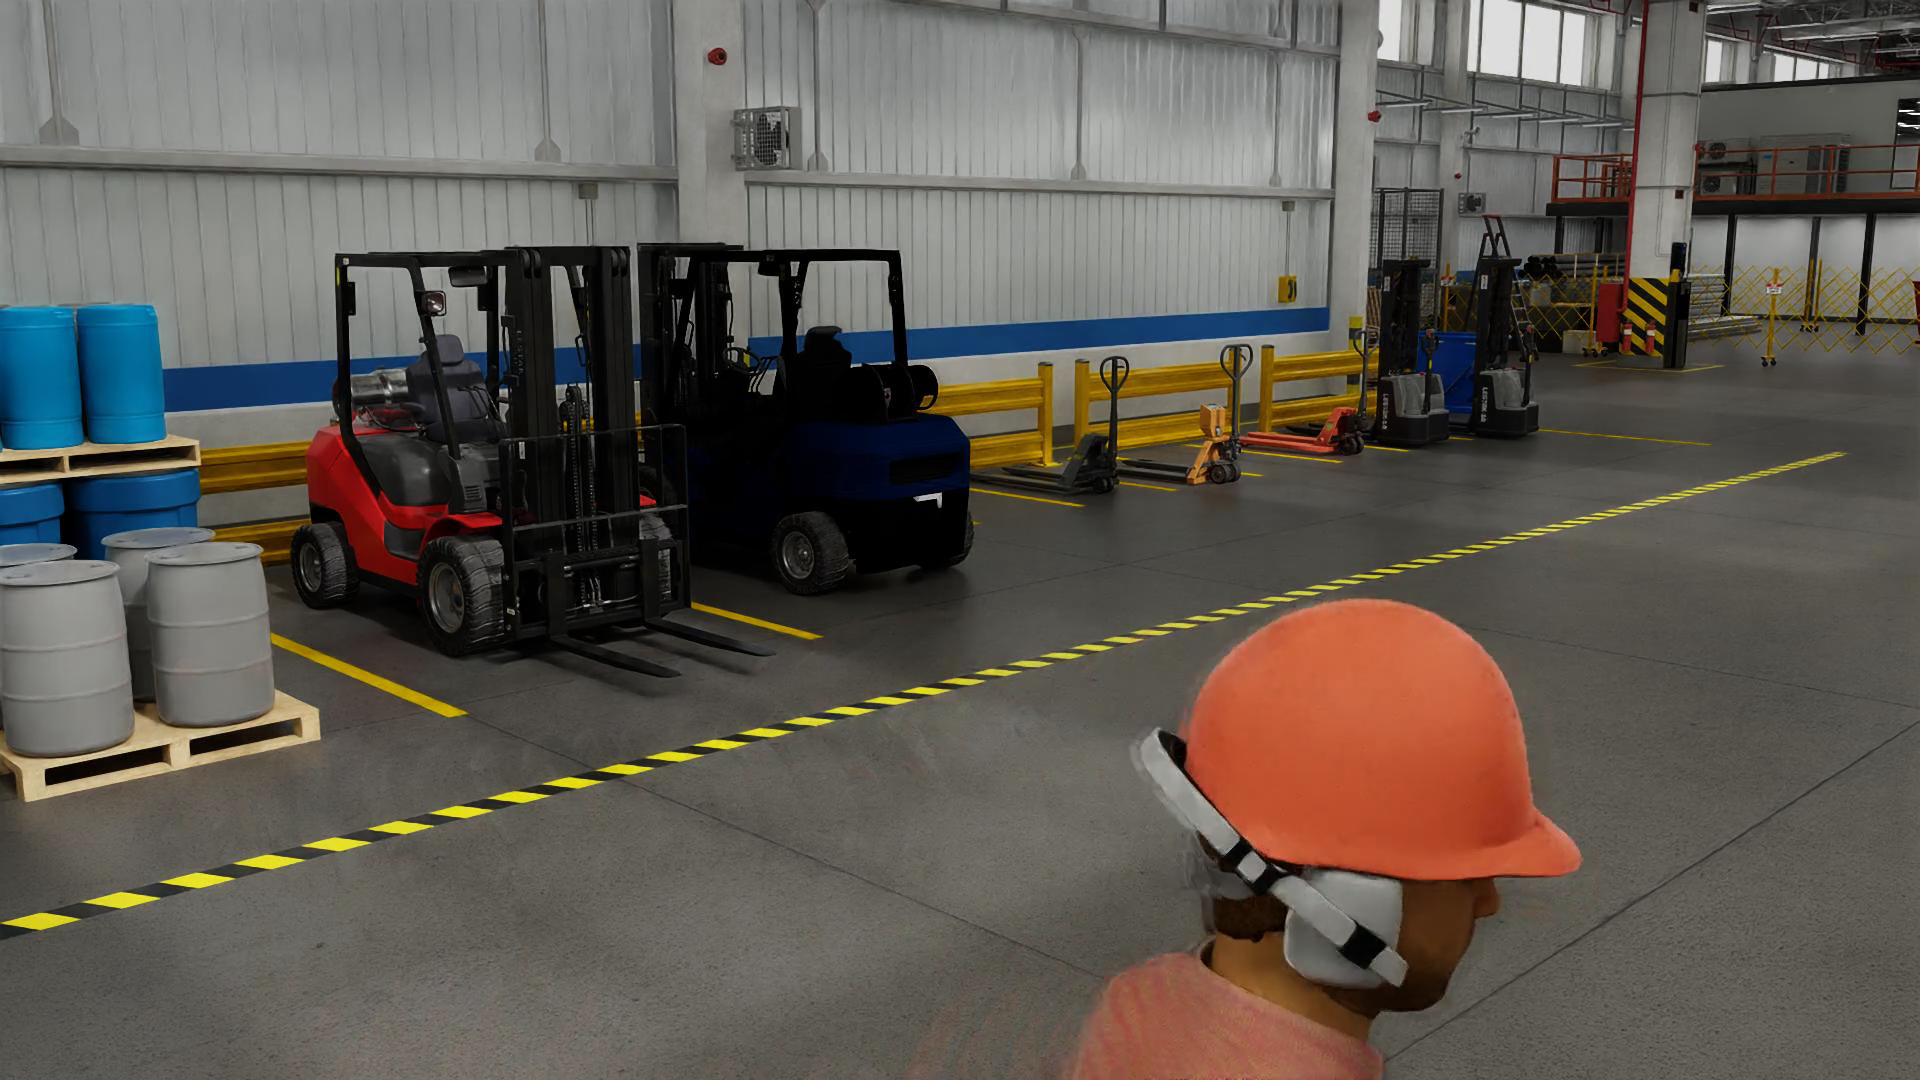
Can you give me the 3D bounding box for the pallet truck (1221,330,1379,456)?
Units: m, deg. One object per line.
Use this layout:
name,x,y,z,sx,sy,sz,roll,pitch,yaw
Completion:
pallet truck,3.563,-1.581,17.381,0.653,1.274,1.630,-10,14,-44

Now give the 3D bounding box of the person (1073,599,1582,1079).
person,0.261,1.015,1.392,0.453,1.991,0.620,-2,11,-10

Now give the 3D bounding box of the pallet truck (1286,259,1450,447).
pallet truck,4.493,-2.078,18.196,0.823,1.965,1.885,-9,14,-40

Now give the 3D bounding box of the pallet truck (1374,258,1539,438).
pallet truck,5.704,-2.208,18.901,1.885,1.965,0.823,10,14,43

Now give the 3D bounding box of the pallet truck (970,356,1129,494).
pallet truck,0.784,-1.085,14.876,0.680,1.201,1.601,-10,14,-44

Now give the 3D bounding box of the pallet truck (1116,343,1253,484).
pallet truck,1.962,-1.215,15.415,1.522,1.261,0.704,10,14,43

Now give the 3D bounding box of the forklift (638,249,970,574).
forklift,-1.173,-0.958,11.239,2.680,1.987,1.157,10,14,43

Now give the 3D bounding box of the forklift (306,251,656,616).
forklift,-2.833,-0.669,9.694,1.157,1.987,2.680,-10,14,-44
